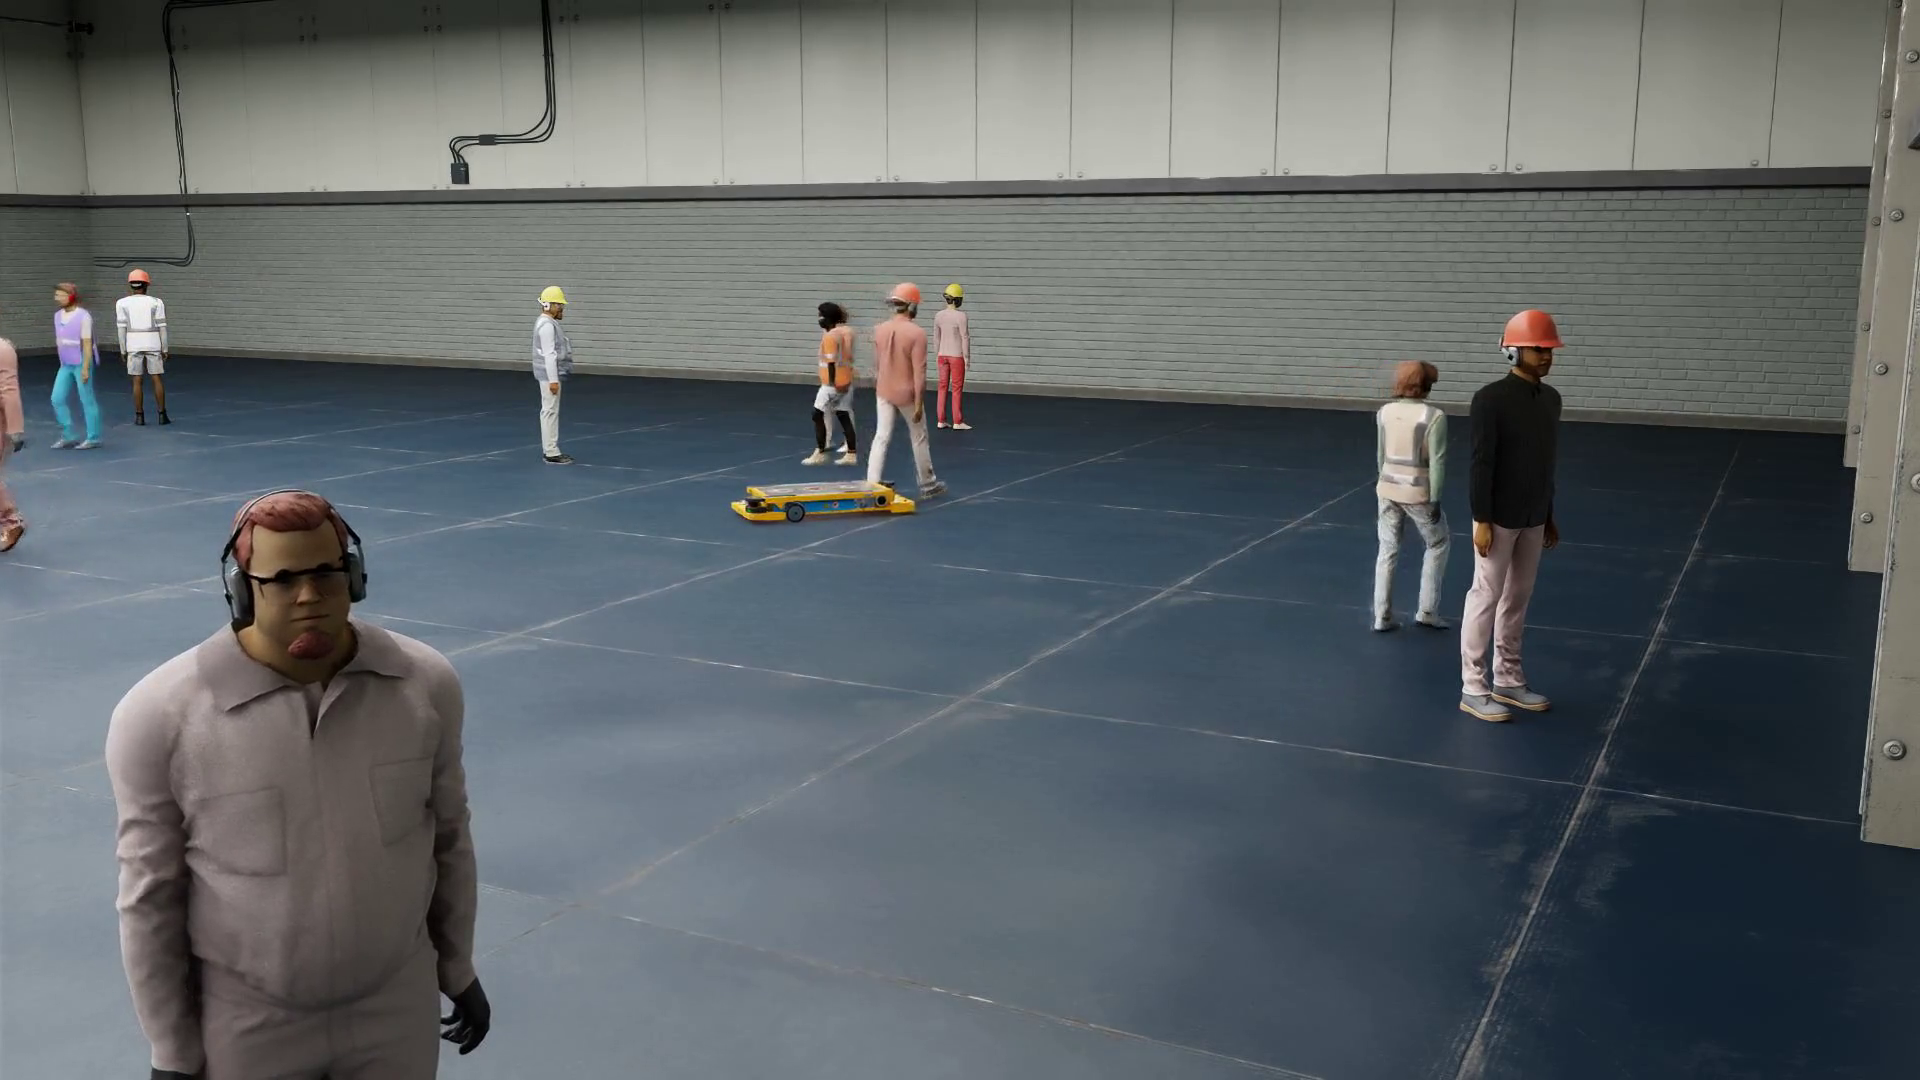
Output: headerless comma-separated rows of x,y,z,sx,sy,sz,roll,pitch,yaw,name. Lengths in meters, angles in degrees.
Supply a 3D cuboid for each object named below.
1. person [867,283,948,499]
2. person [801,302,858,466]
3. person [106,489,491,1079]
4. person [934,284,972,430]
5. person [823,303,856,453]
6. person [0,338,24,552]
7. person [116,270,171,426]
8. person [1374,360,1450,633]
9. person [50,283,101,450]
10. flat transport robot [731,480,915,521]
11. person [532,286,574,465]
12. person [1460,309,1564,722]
-0.507,-1.269,14.577,0.616,1.944,1.032,7,13,34,person
-1.356,-1.571,16.911,0.686,1.669,0.550,1,10,8,person
-1.174,0.851,3.068,0.641,1.910,0.401,-8,13,-37,person
-0.080,-2.212,20.154,0.535,1.767,0.317,9,14,40,person
-1.328,-1.739,17.952,0.490,1.620,0.532,-9,14,-40,person
-7.232,-0.823,12.228,0.678,1.891,0.433,4,11,20,person
-10.133,-2.383,20.650,0.551,1.924,0.379,-5,11,-24,person
2.699,-0.250,9.867,0.568,1.619,0.527,-8,13,-37,person
-9.732,-1.875,18.132,0.596,1.826,0.642,5,12,28,person
-1.161,-0.343,14.045,1.431,0.197,0.652,-4,11,-20,flat transport robot
-4.198,-1.694,17.166,0.404,1.828,0.591,-3,11,-15,person
2.720,-0.123,8.136,0.610,1.996,0.384,-7,12,-33,person
